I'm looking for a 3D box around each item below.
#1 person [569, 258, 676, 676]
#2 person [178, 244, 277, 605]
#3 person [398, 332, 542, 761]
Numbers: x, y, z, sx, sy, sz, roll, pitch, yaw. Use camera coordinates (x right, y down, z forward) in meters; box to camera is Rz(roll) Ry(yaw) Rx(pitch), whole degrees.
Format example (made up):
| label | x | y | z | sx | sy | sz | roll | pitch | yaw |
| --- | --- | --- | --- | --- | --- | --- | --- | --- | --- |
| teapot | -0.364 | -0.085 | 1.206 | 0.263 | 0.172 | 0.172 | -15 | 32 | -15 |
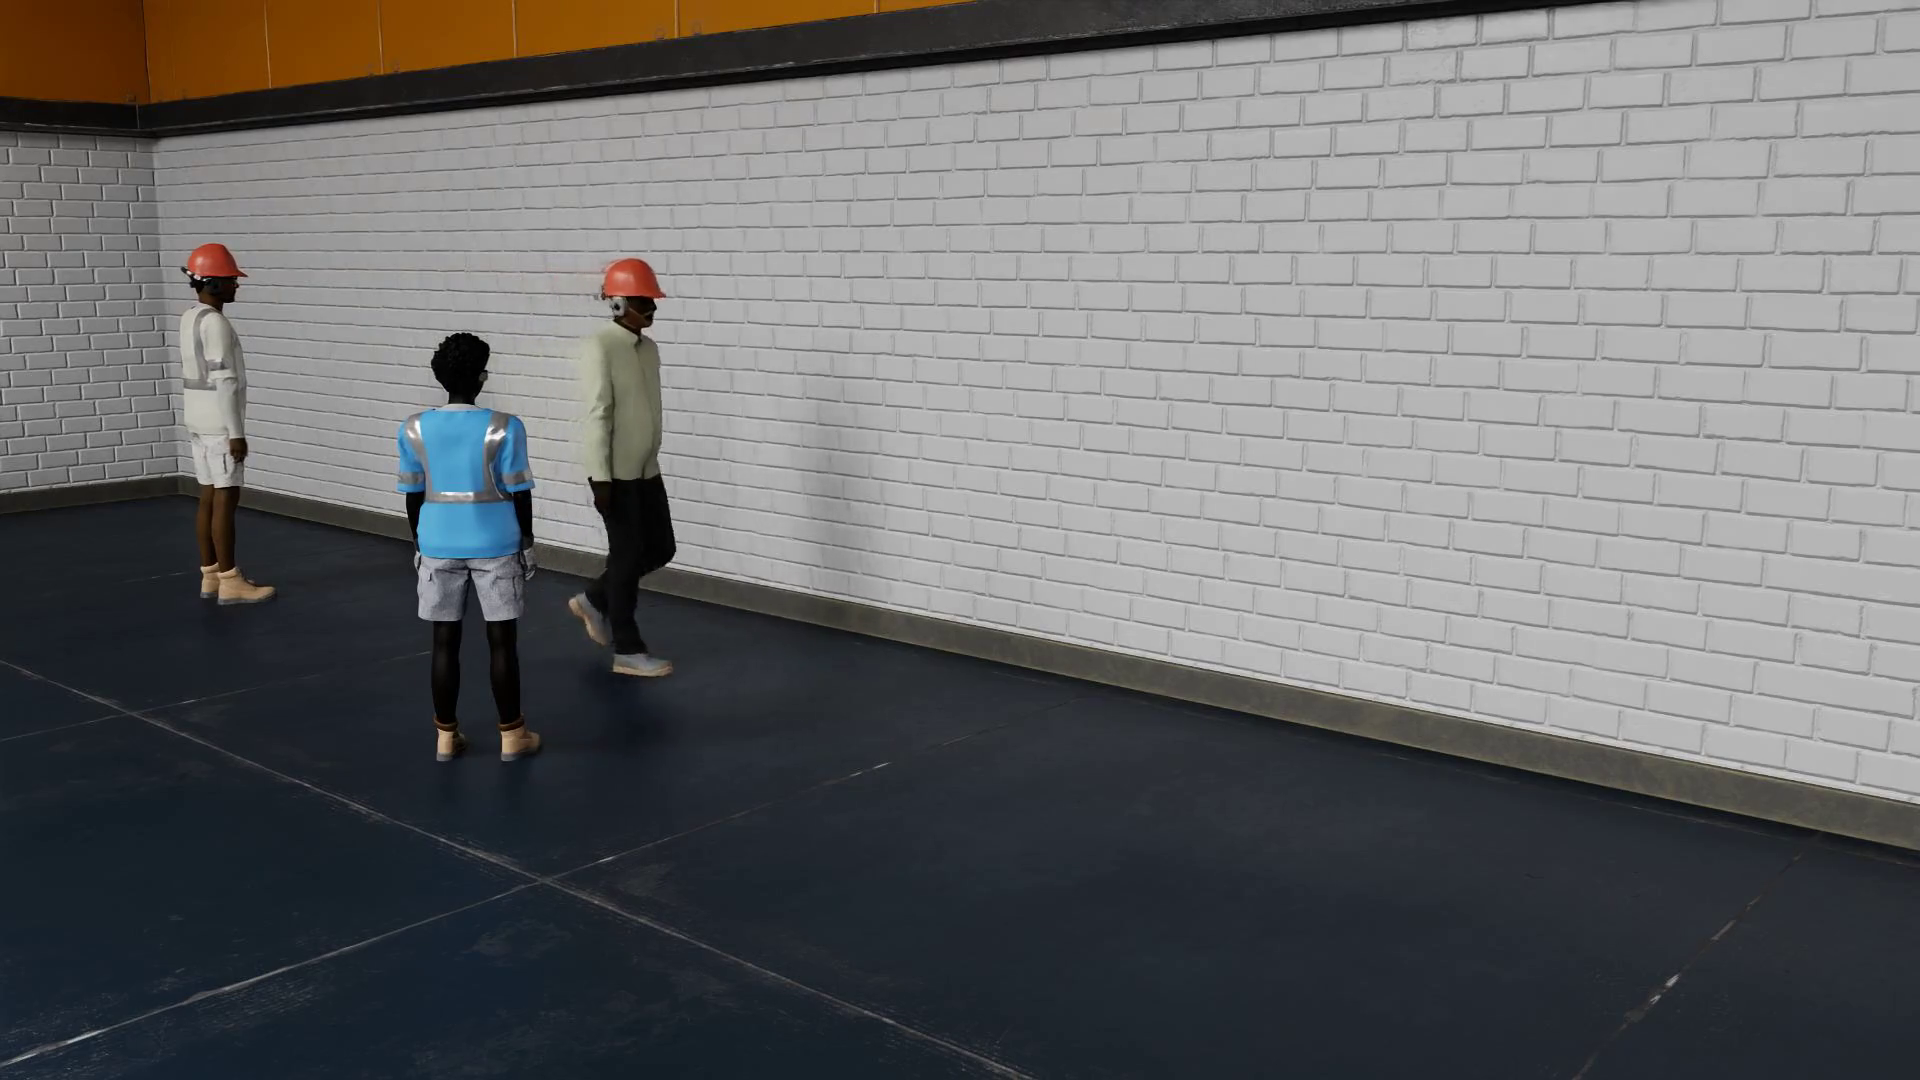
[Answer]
| label | x | y | z | sx | sy | sz | roll | pitch | yaw |
| --- | --- | --- | --- | --- | --- | --- | --- | --- | --- |
| person | -1.630 | -0.340 | 7.906 | 0.568 | 1.981 | 0.630 | 4 | 11 | 21 |
| person | -4.218 | -0.657 | 9.512 | 0.383 | 2.045 | 0.605 | -8 | 13 | -39 |
| person | -1.919 | 0.039 | 6.541 | 0.535 | 1.697 | 0.318 | 0 | 10 | 2 |
